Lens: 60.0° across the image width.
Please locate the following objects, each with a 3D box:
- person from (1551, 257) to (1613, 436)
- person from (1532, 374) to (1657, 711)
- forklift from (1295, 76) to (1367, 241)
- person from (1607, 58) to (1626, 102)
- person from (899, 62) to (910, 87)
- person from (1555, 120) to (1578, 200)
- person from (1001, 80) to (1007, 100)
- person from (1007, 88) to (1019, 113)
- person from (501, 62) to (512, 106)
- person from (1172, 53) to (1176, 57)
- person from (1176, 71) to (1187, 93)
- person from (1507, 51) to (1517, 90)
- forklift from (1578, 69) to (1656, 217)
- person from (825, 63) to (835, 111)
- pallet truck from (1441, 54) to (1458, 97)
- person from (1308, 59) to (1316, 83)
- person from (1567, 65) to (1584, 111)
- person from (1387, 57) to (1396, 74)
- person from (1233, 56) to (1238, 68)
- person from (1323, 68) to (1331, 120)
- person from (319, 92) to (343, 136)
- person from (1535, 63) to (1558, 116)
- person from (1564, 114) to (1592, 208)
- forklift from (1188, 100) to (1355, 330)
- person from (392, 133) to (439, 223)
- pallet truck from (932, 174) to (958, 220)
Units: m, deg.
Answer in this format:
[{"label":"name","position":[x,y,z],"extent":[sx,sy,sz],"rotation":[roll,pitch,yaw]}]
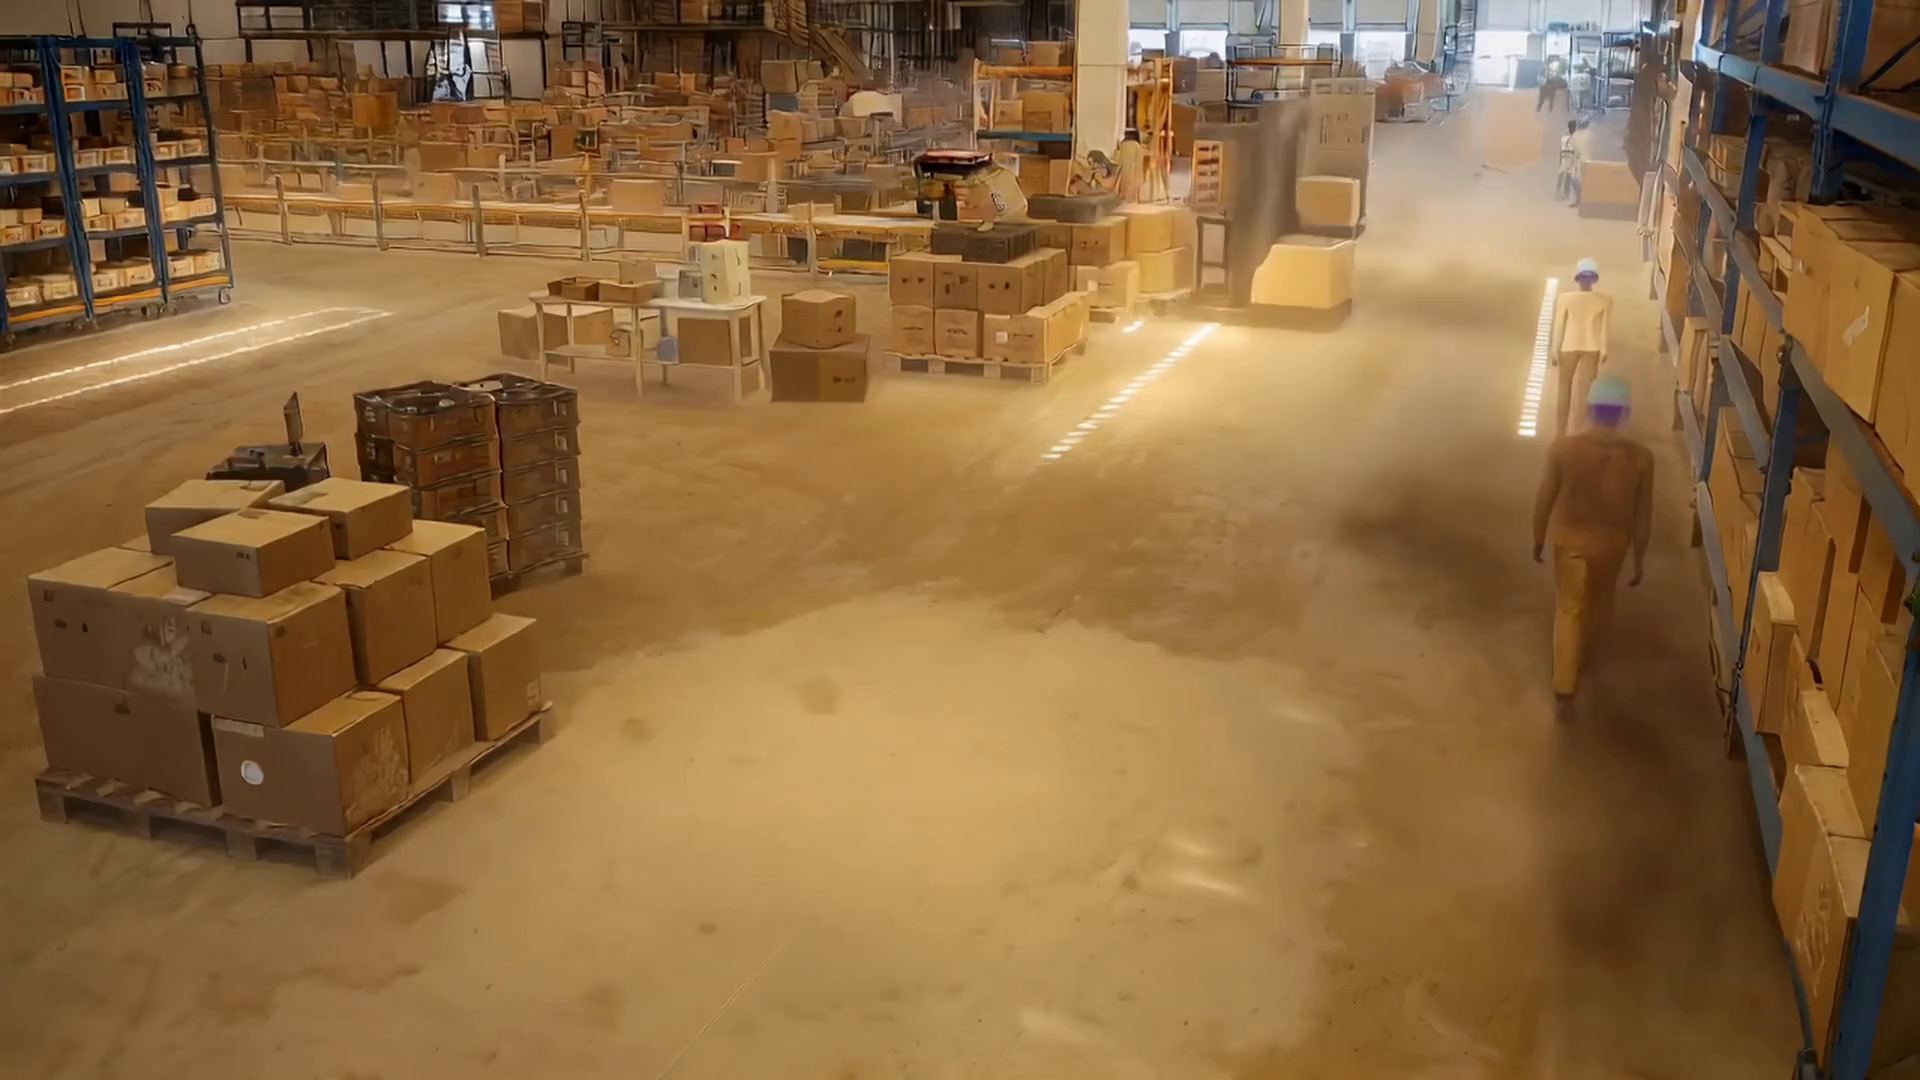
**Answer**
[{"label":"person","position":[5.845,-1.793,15.676],"extent":[0.530,1.720,0.918],"rotation":[6,19,18]},{"label":"person","position":[3.654,0.005,9.660],"extent":[0.630,1.950,1.009],"rotation":[6,19,18]},{"label":"forklift","position":[6.598,-6.755,29.381],"extent":[1.129,2.768,1.873],"rotation":[6,19,19]},{"label":"person","position":[29.392,-20.564,74.382],"extent":[0.928,1.893,0.600],"rotation":[8,20,25]},{"label":"person","position":[-2.246,-18.452,67.689],"extent":[0.502,1.936,0.620],"rotation":[10,20,28]},{"label":"person","position":[13.063,-8.149,35.681],"extent":[0.541,1.695,0.316],"rotation":[-9,20,-26]},{"label":"person","position":[1.582,-17.231,64.140],"extent":[0.499,1.733,0.543],"rotation":[8,19,23]},{"label":"person","position":[1.574,-12.064,47.777],"extent":[0.613,1.818,0.521],"rotation":[11,20,30]},{"label":"person","position":[-19.438,-19.526,71.187],"extent":[0.326,1.843,0.517],"rotation":[10,20,28]},{"label":"person","position":[11.057,-24.339,86.339],"extent":[0.647,1.824,0.444],"rotation":[5,18,15]},{"label":"person","position":[7.651,-15.419,58.192],"extent":[0.927,1.895,0.581],"rotation":[4,18,13]},{"label":"person","position":[28.587,-24.303,86.082],"extent":[0.380,1.917,0.586],"rotation":[-13,22,-34]},{"label":"forklift","position":[13.219,-7.740,32.475],"extent":[1.873,2.768,1.129],"rotation":[6,19,18]},{"label":"person","position":[-5.203,-18.160,66.783],"extent":[0.398,1.915,0.589],"rotation":[-14,22,-37]},{"label":"pallet truck","position":[22.765,-21.886,78.355],"extent":[0.823,1.965,1.885],"rotation":[-4,18,-14]},{"label":"person","position":[19.749,-26.632,93.270],"extent":[0.382,1.996,0.608],"rotation":[6,19,19]},{"label":"person","position":[24.783,-18.159,66.936],"extent":[0.561,1.824,1.017],"rotation":[0,18,0]},{"label":"person","position":[21.032,-22.585,80.901],"extent":[0.962,1.789,0.631],"rotation":[7,19,20]},{"label":"person","position":[12.942,-21.761,78.101],"extent":[0.594,1.921,0.630],"rotation":[8,19,24]},{"label":"person","position":[13.731,-16.677,62.206],"extent":[0.333,1.866,0.515],"rotation":[-7,19,-21]},{"label":"person","position":[-19.723,-13.494,52.008],"extent":[1.059,1.986,0.616],"rotation":[-13,22,-36]},{"label":"person","position":[22.757,-17.481,64.446],"extent":[0.719,2.000,0.894],"rotation":[-2,18,-6]},{"label":"person","position":[12.706,-7.783,34.182],"extent":[0.496,1.908,0.550],"rotation":[0,18,0]},{"label":"forklift","position":[4.085,-4.225,21.431],"extent":[1.873,2.768,1.129],"rotation":[9,20,27]},{"label":"person","position":[-10.373,-6.817,31.443],"extent":[0.866,1.729,0.524],"rotation":[3,18,9]},{"label":"pallet truck","position":[-0.507,-5.292,27.348],"extent":[0.653,1.274,1.630],"rotation":[6,19,19]}]
